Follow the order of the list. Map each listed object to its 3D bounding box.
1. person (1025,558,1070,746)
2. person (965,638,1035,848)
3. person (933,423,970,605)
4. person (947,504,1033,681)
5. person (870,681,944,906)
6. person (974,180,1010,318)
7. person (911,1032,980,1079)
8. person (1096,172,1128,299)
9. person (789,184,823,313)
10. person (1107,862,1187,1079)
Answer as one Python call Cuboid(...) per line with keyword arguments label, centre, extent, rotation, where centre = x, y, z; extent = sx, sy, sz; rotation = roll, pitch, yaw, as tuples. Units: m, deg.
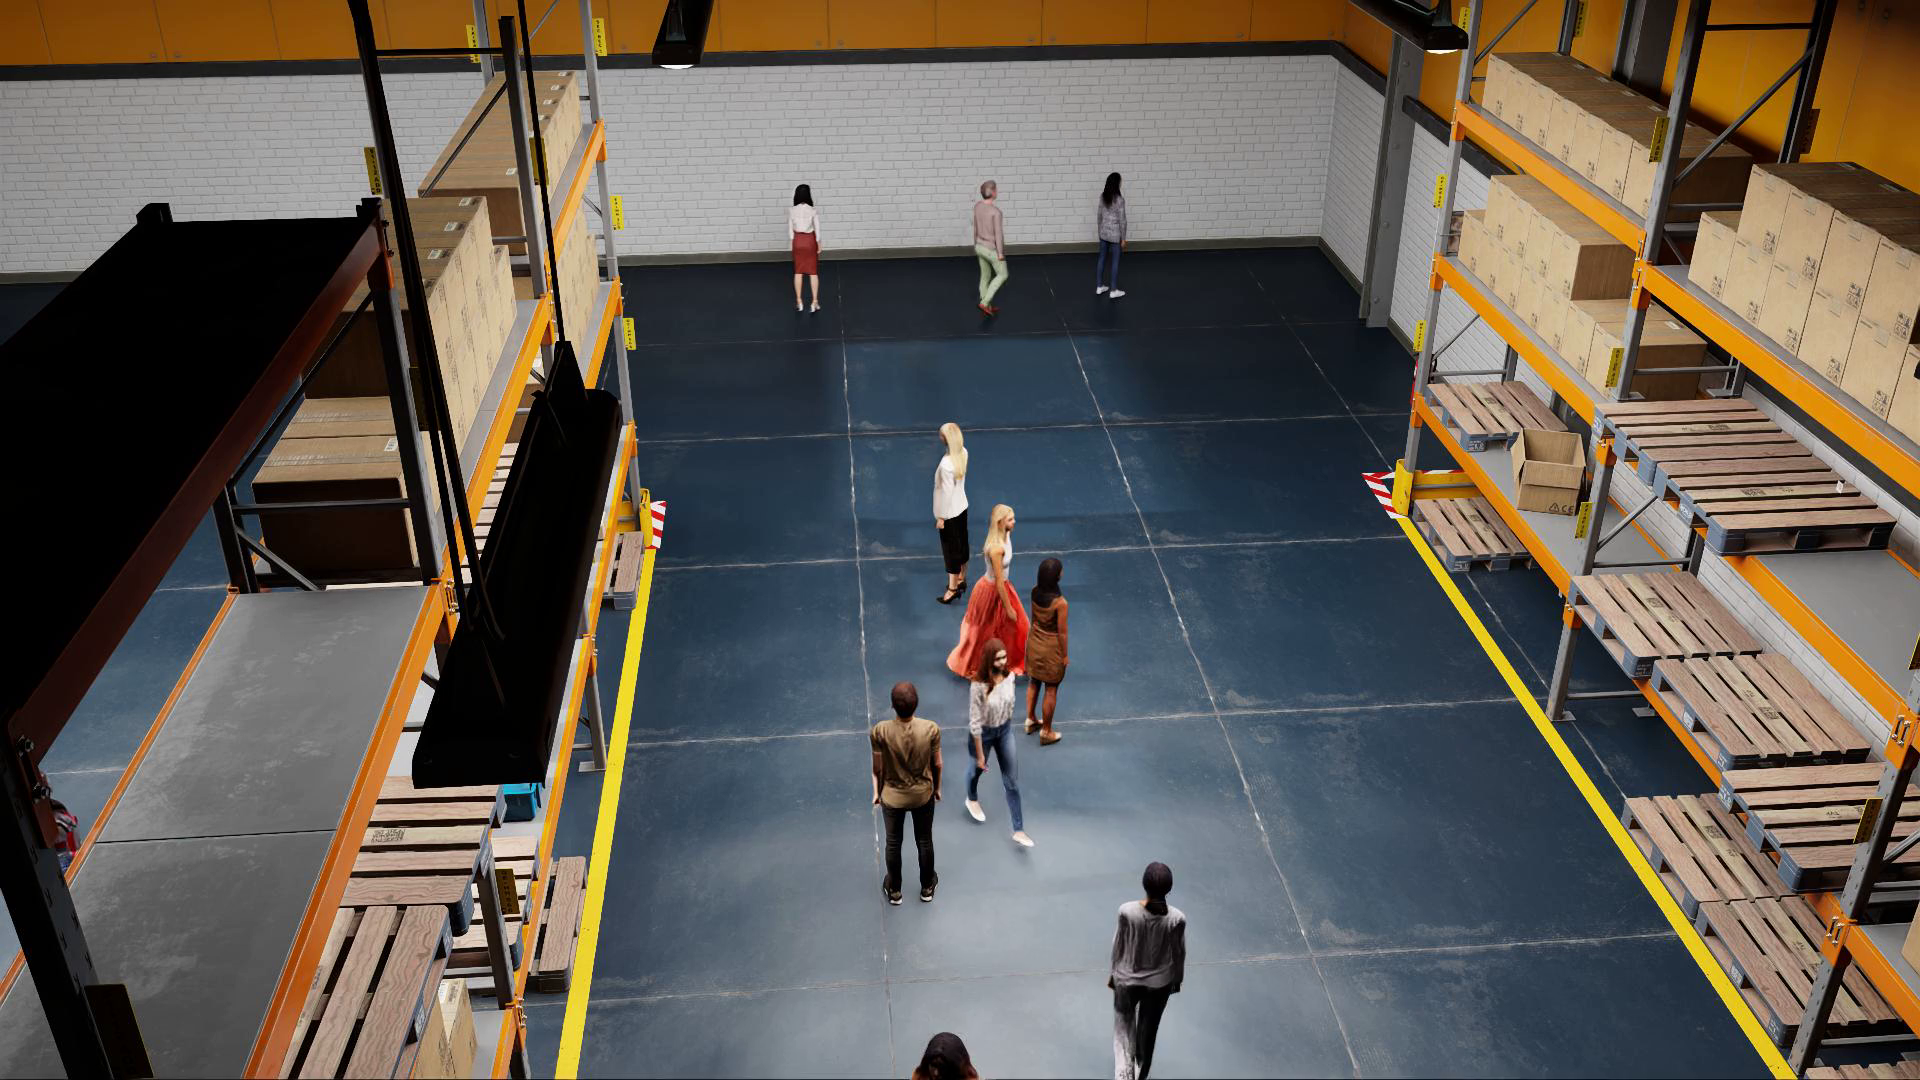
Cuboid(label="person", centre=(0.716, 0.906, 13.687), extent=(0.705, 1.684, 0.612), rotation=(-21, 35, -33))
Cuboid(label="person", centre=(0.184, 1.464, 12.655), extent=(0.831, 1.692, 1.133), rotation=(-13, 31, -22))
Cuboid(label="person", centre=(-0.076, -0.253, 15.628), extent=(0.742, 1.859, 0.614), rotation=(11, 31, 19))
Cuboid(label="person", centre=(0.195, 0.488, 14.379), extent=(1.071, 1.754, 1.255), rotation=(9, 30, 17))
Cuboid(label="person", centre=(-0.376, 1.802, 11.870), extent=(0.648, 1.850, 0.545), rotation=(-3, 29, -5))
Cuboid(label="person", centre=(0.328, -3.843, 22.202), extent=(0.947, 1.866, 0.887), rotation=(-25, 37, -37))
Cuboid(label="person", centre=(-0.040, 3.350, 9.212), extent=(0.978, 1.678, 1.240), rotation=(7, 29, 13))
Cuboid(label="person", centre=(2.095, -4.248, 23.085), extent=(0.754, 1.731, 0.670), rotation=(-25, 37, -38))
Cuboid(label="person", centre=(-2.094, -3.958, 22.535), extent=(0.640, 1.750, 0.586), rotation=(4, 29, 7))
Cuboid(label="person", centre=(1.124, 2.755, 10.214), extent=(0.711, 1.762, 0.772), rotation=(5, 29, 8))
